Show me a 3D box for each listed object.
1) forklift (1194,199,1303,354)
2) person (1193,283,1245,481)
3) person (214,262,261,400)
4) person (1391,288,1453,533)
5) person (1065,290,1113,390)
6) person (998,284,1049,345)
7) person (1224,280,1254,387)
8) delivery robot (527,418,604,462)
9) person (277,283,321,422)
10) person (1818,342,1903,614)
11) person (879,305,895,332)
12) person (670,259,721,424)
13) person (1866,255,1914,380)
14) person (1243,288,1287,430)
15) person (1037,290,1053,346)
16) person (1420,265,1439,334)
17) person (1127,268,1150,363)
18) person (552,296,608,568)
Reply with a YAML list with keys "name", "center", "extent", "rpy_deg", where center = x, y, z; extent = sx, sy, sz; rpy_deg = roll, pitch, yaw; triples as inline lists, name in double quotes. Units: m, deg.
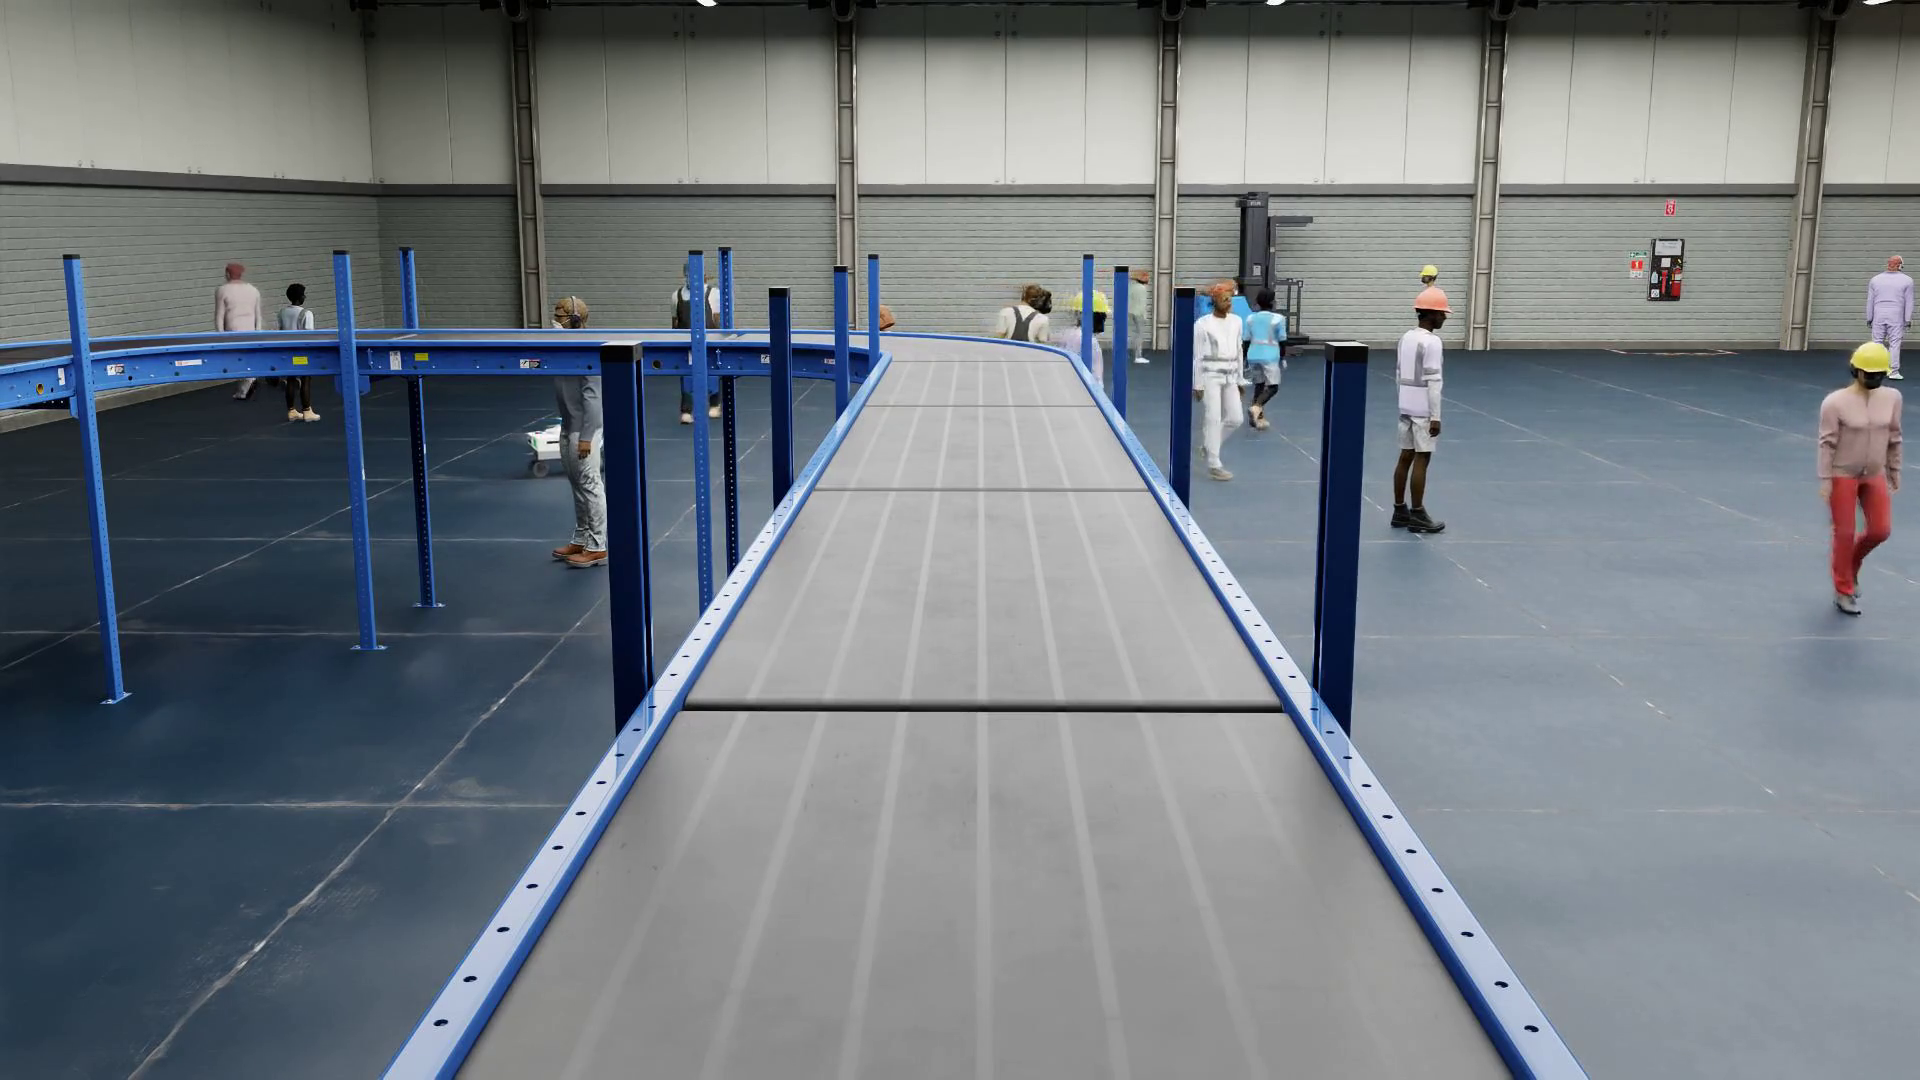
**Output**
- name: "forklift"
  center: [5.313, -4.851, 30.603]
  extent: [1.873, 2.768, 1.129]
  rpy_deg: [0, 11, 1]
- name: "person"
  center: [2.477, -1.524, 15.984]
  extent: [0.596, 1.873, 0.461]
  rpy_deg: [-7, 13, -31]
- name: "person"
  center: [-9.837, -2.843, 22.732]
  extent: [0.648, 1.884, 0.656]
  rpy_deg: [7, 13, 33]
- name: "person"
  center: [3.721, -1.047, 13.378]
  extent: [0.375, 1.934, 0.548]
  rpy_deg: [-3, 11, -14]
- name: "person"
  center: [1.163, -1.130, 13.910]
  extent: [0.915, 1.884, 0.608]
  rpy_deg: [-1, 11, -6]
- name: "person"
  center: [0.602, -1.815, 17.693]
  extent: [0.674, 1.809, 0.348]
  rpy_deg: [2, 11, 11]
- name: "person"
  center: [3.882, -3.031, 24.478]
  extent: [0.875, 1.576, 0.509]
  rpy_deg: [5, 12, 25]
- name: "delivery robot"
  center: [-3.881, -0.961, 16.361]
  extent: [0.707, 0.478, 0.477]
  rpy_deg: [-5, 12, -23]
- name: "person"
  center: [-8.167, -2.316, 20.536]
  extent: [0.530, 1.689, 0.321]
  rpy_deg: [4, 12, 19]
- name: "person"
  center: [5.675, -0.395, 10.526]
  extent: [0.563, 1.727, 0.495]
  rpy_deg: [0, 11, -2]
- name: "person"
  center: [-0.775, -1.537, 16.694]
  extent: [0.265, 1.629, 0.499]
  rpy_deg: [1, 11, 3]
- name: "person"
  center: [-3.236, -2.478, 20.573]
  extent: [0.677, 2.000, 0.989]
  rpy_deg: [0, 11, 0]
- name: "person"
  center: [14.394, -3.440, 25.750]
  extent: [0.402, 1.906, 0.652]
  rpy_deg: [-11, 15, -43]
- name: "person"
  center: [3.538, -2.117, 19.525]
  extent: [0.538, 1.679, 0.599]
  rpy_deg: [9, 14, 40]
- name: "person"
  center: [0.910, -1.979, 18.817]
  extent: [0.423, 1.678, 0.551]
  rpy_deg: [-1, 11, -5]
- name: "person"
  center: [7.165, -3.325, 25.512]
  extent: [0.308, 1.772, 0.525]
  rpy_deg: [2, 11, 12]
- name: "person"
  center: [3.053, -3.865, 28.681]
  extent: [0.416, 1.624, 0.512]
  rpy_deg: [-2, 11, -9]
- name: "person"
  center: [-2.758, -0.785, 12.025]
  extent: [0.372, 1.940, 0.632]
  rpy_deg: [-6, 12, -28]
